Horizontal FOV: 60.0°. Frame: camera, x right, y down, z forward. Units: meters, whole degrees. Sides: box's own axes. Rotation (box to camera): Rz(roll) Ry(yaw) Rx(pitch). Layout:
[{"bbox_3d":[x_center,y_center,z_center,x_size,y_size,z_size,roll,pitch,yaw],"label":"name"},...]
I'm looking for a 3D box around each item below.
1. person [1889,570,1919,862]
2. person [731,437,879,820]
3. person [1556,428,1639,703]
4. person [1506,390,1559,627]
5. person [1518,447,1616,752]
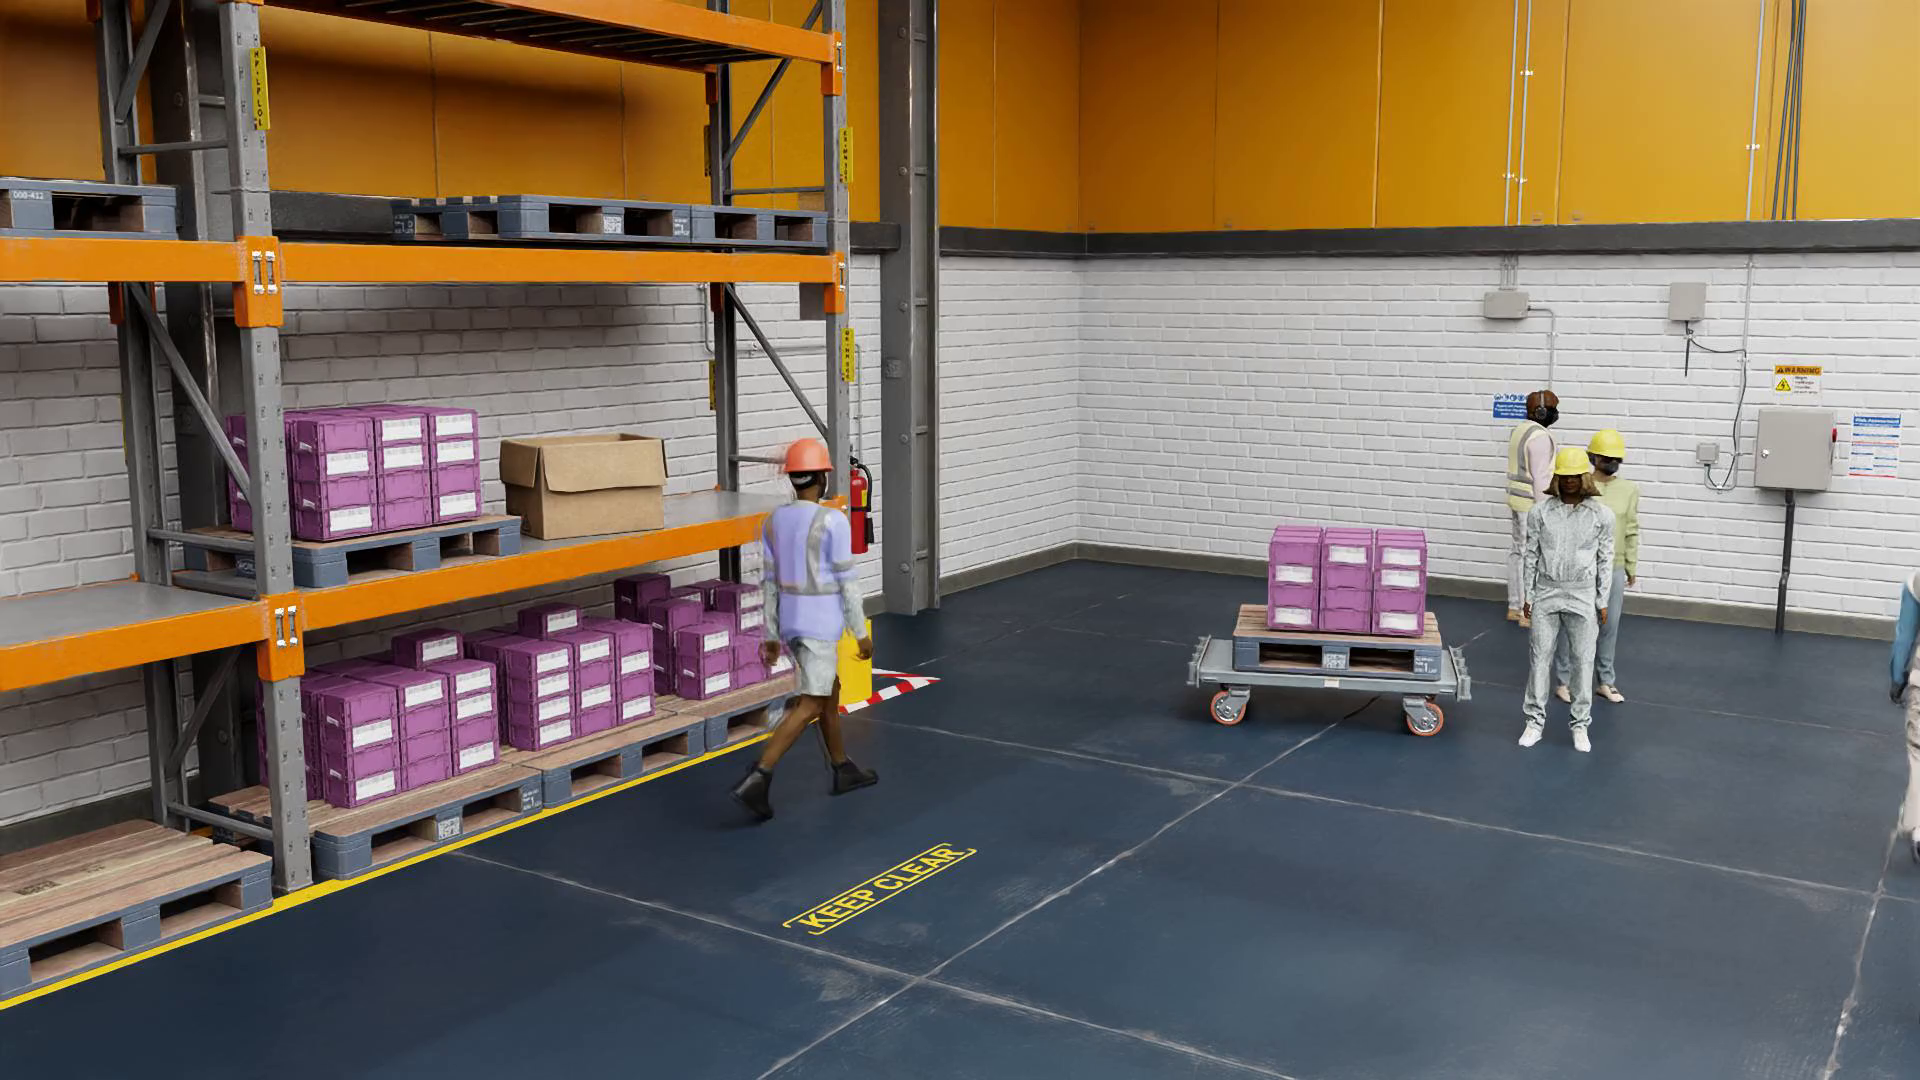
[{"bbox_3d":[4.544,0.692,7.622,0.524,1.607,0.737,6,11,34],"label":"person"},{"bbox_3d":[-0.802,0.434,8.391,0.554,1.898,0.956,8,12,43],"label":"person"},{"bbox_3d":[4.046,0.170,10.536,0.531,1.760,0.338,-1,9,-6],"label":"person"},{"bbox_3d":[4.486,-0.248,12.977,0.430,1.845,0.624,1,9,5],"label":"person"},{"bbox_3d":[3.458,0.337,9.492,0.487,1.744,0.296,4,9,22],"label":"person"}]
